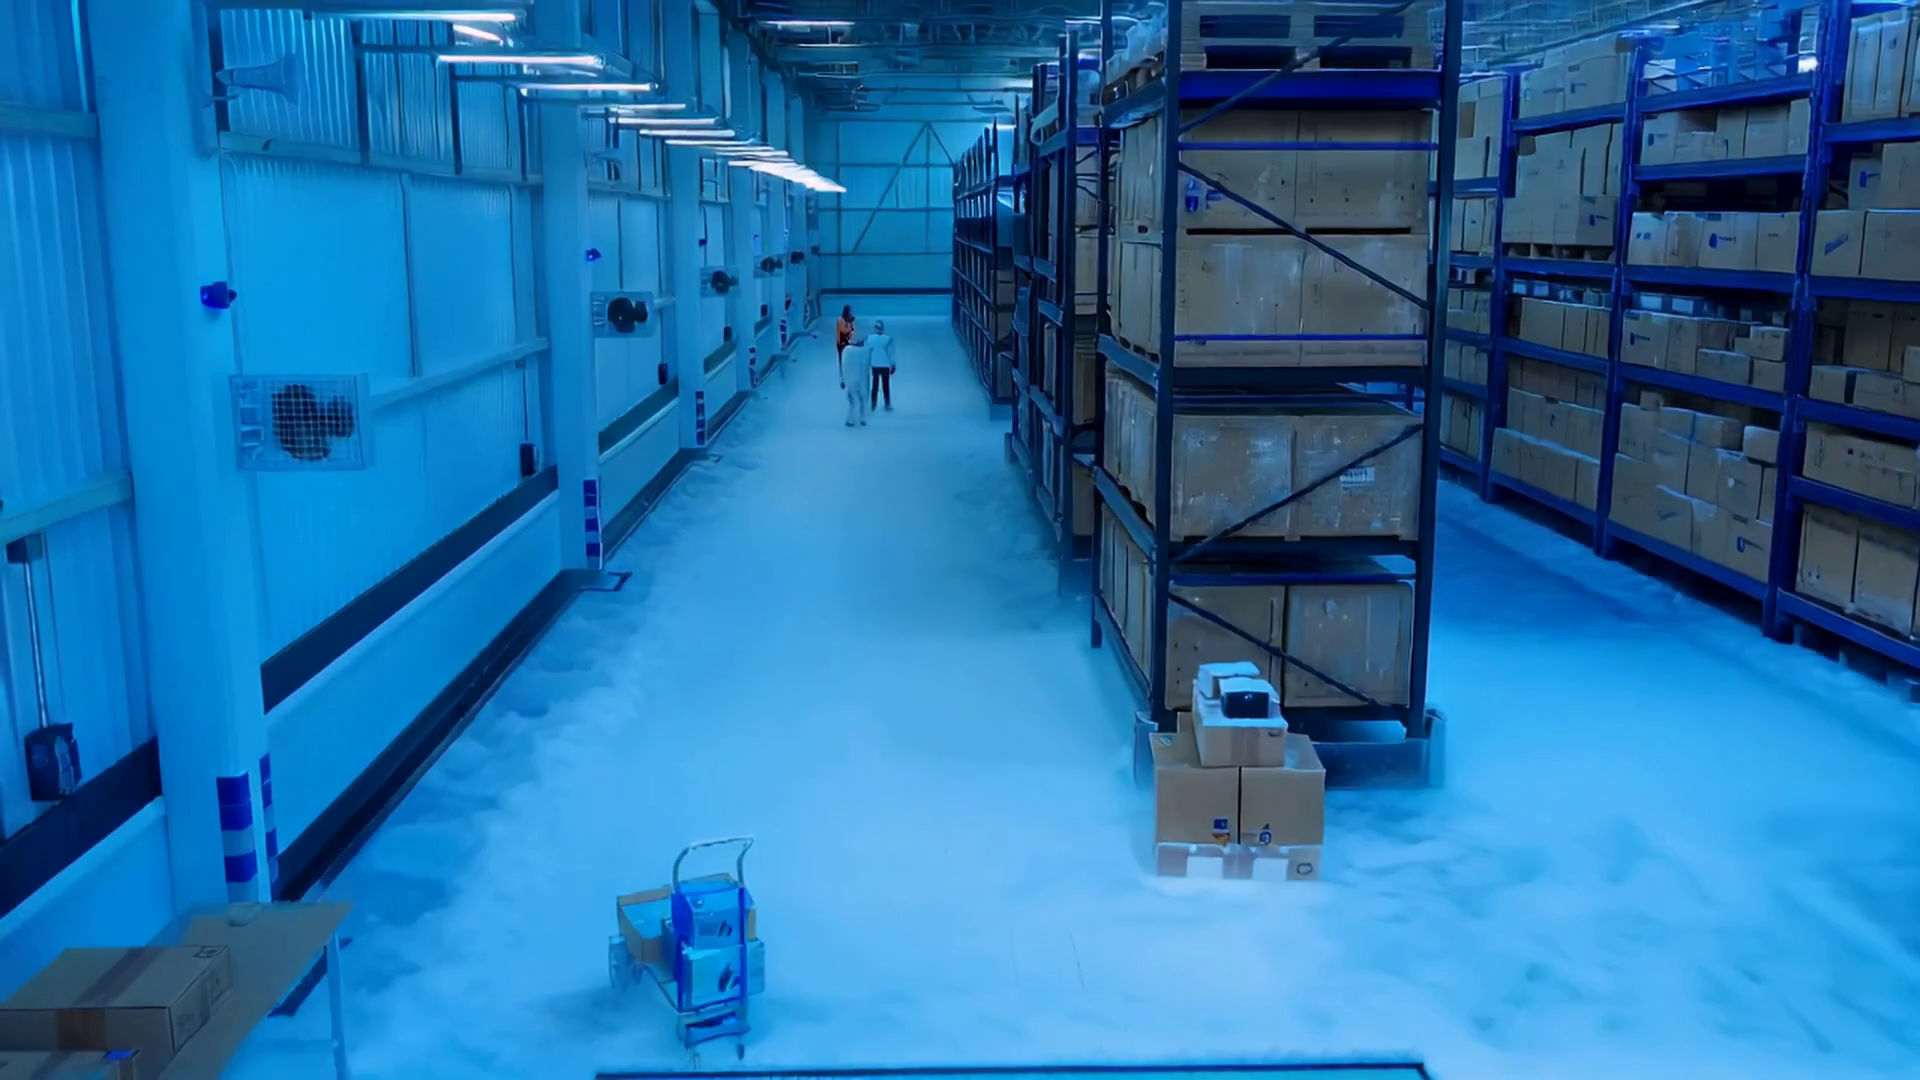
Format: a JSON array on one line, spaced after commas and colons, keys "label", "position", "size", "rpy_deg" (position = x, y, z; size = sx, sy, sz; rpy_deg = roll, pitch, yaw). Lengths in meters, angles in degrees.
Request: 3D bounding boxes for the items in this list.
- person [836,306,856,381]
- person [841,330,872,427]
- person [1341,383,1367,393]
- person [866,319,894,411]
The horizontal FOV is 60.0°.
[{"label": "person", "position": [-2.911, -5.017, 42.490], "size": [0.591, 1.910, 0.388], "rpy_deg": [-8, 14, -37]}, {"label": "person", "position": [-2.076, -3.201, 33.032], "size": [0.651, 1.911, 0.408], "rpy_deg": [-5, 12, -26]}, {"label": "person", "position": [6.210, -1.987, 26.759], "size": [0.673, 1.887, 0.656], "rpy_deg": [3, 11, 13]}, {"label": "person", "position": [-1.709, -3.748, 35.692], "size": [0.617, 1.986, 0.408], "rpy_deg": [-3, 11, -15]}]
